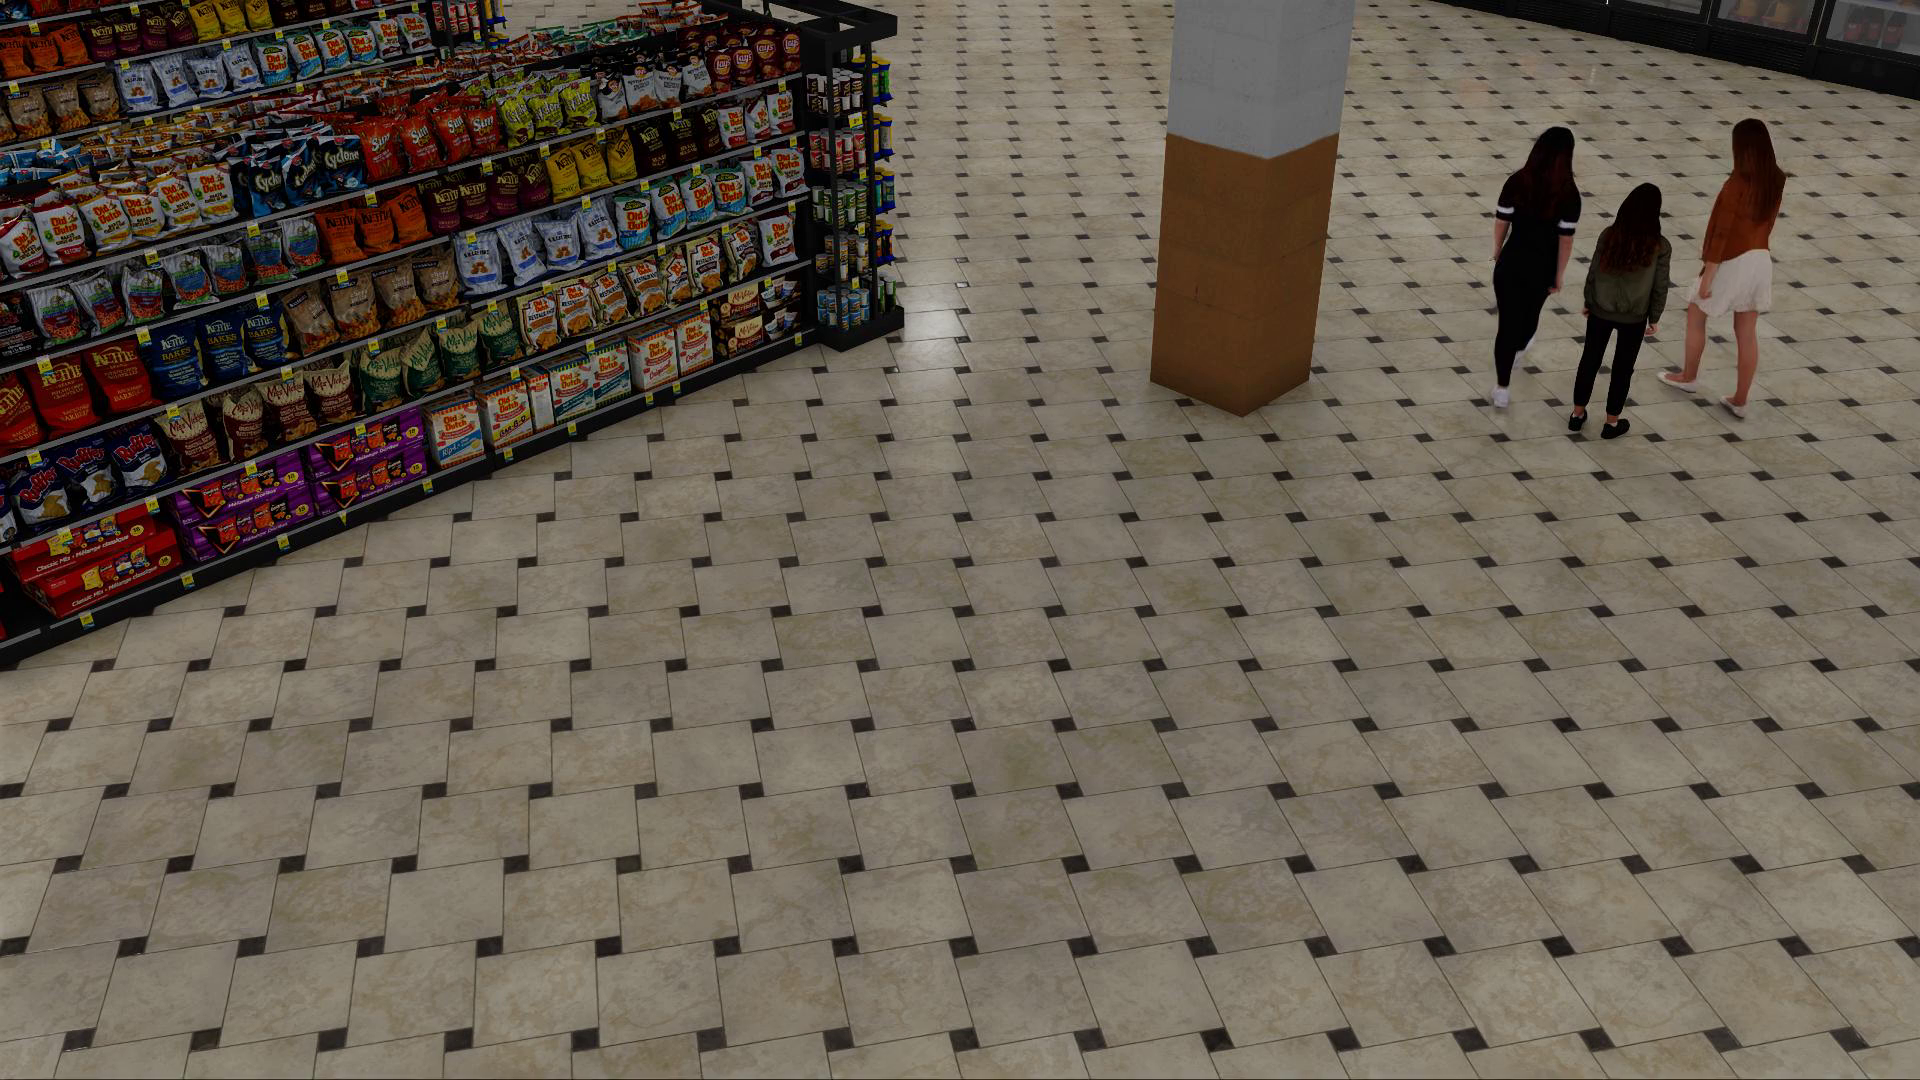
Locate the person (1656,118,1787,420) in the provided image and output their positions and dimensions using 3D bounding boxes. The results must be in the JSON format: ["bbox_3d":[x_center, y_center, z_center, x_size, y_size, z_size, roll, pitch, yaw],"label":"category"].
[{"bbox_3d":[4.442,-1.483,9.418,0.931,1.675,0.971,-9,33,-14],"label":"person"}]

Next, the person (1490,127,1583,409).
[{"bbox_3d":[3.246,-1.530,9.565,0.883,1.599,1.138,12,34,18],"label":"person"}]

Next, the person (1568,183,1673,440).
[{"bbox_3d":[3.676,-1.275,9.272,0.622,1.475,0.558,20,37,29],"label":"person"}]
